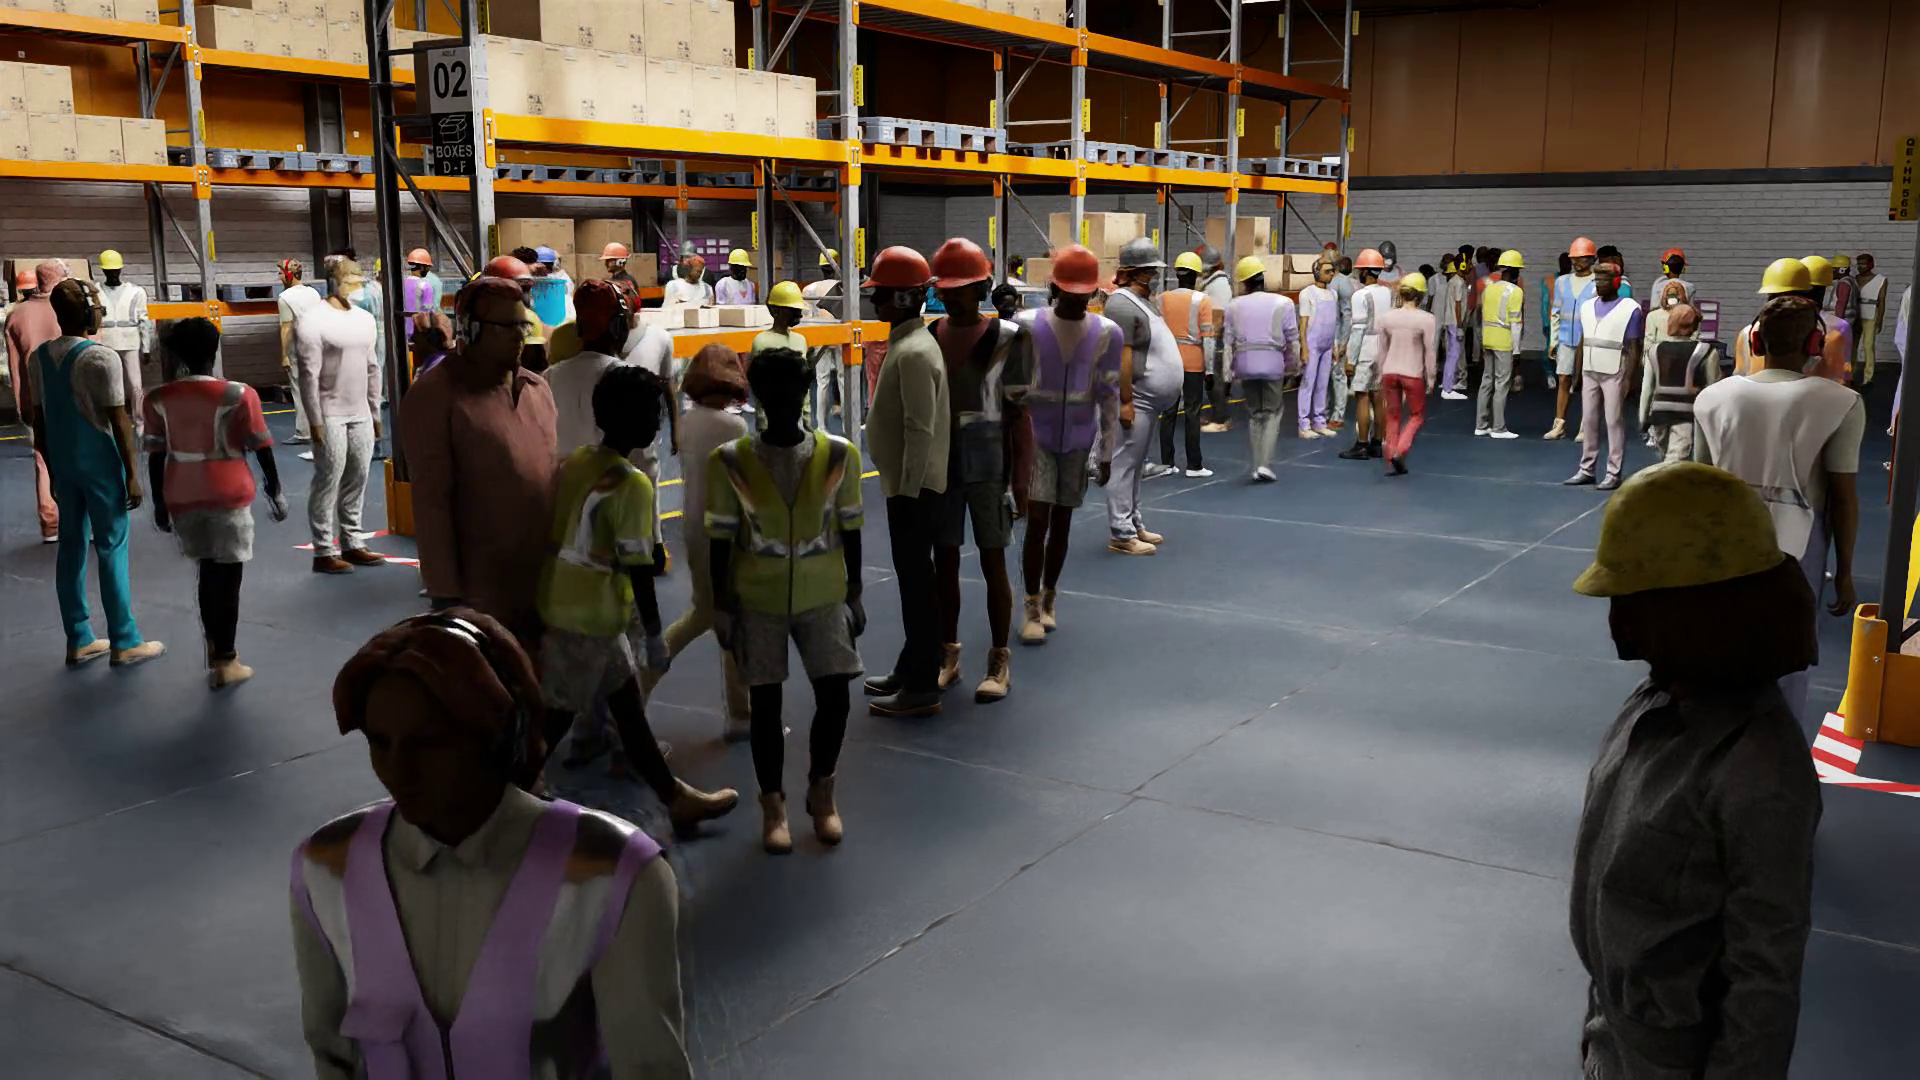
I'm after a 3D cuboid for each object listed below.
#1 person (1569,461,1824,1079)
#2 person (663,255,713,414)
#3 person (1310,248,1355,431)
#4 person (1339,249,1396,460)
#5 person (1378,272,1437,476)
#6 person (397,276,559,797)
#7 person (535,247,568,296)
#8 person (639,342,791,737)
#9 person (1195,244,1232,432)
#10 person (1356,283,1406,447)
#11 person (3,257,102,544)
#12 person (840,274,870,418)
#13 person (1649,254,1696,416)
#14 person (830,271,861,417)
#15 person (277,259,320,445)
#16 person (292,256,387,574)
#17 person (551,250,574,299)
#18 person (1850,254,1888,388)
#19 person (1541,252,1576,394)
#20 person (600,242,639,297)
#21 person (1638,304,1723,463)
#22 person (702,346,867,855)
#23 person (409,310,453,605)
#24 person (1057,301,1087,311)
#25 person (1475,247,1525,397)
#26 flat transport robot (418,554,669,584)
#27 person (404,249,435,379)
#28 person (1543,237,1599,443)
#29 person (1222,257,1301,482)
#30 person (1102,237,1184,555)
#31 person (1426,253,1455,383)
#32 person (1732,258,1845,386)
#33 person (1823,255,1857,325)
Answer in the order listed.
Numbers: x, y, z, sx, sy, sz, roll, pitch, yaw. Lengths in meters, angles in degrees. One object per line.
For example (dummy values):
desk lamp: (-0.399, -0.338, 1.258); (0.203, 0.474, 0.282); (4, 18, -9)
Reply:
person: (0.967, 0.751, 2.315); (0.305, 1.737, 0.484); (0, 10, 2)
person: (-3.117, -2.310, 18.928); (0.622, 1.862, 0.472); (-5, 12, -27)
person: (3.953, -2.132, 17.725); (0.379, 1.940, 0.629); (-3, 11, -18)
person: (3.756, -1.705, 15.364); (0.545, 1.938, 0.357); (-9, 14, -41)
person: (3.803, -1.400, 14.192); (0.559, 1.749, 0.447); (9, 13, 40)
person: (-1.501, 0.099, 5.462); (0.410, 1.906, 0.642); (5, 11, 25)
person: (-4.494, -2.217, 18.171); (0.388, 1.948, 0.605); (3, 11, 14)
person: (-1.026, 0.026, 6.666); (0.610, 1.624, 0.602); (-5, 12, -27)
person: (2.625, -2.154, 17.565); (0.570, 2.000, 0.778); (0, 10, -2)
person: (4.139, -1.685, 16.133); (0.450, 1.607, 0.527); (0, 10, 2)
person: (-5.969, -0.922, 11.116); (0.651, 1.906, 0.402); (1, 10, 3)
person: (-1.132, -2.311, 18.820); (0.588, 1.907, 0.410); (5, 11, 25)
person: (8.115, -2.325, 19.020); (0.509, 1.863, 0.326); (0, 10, 3)
person: (-1.281, -2.210, 18.876); (0.544, 1.671, 0.708); (-2, 10, -11)
person: (-6.518, -1.855, 16.486); (0.394, 1.836, 0.560); (3, 11, 14)
person: (-3.771, -0.756, 10.156); (0.390, 1.929, 0.626); (4, 11, 22)
person: (-4.977, -2.604, 20.466); (0.400, 1.902, 0.648); (-7, 12, -34)
person: (12.477, -3.025, 22.984); (0.405, 1.832, 0.570); (-7, 13, -35)
person: (8.055, -2.913, 22.265); (0.592, 1.873, 0.808); (3, 11, 15)
person: (-3.683, -2.218, 18.045); (0.397, 1.992, 0.621); (-7, 13, -35)
person: (4.886, -0.804, 11.336); (0.870, 1.595, 0.523); (-7, 13, -35)
person: (-0.564, 0.212, 5.430); (0.542, 1.684, 0.389); (-2, 10, -11)
person: (-2.887, -0.454, 9.262); (0.310, 1.638, 0.522); (-5, 11, -25)
person: (0.973, -1.365, 14.322); (0.286, 1.632, 0.500); (9, 13, 40)
person: (6.899, -2.760, 21.219); (0.688, 1.929, 0.587); (-2, 10, -9)
flat transport robot: (-2.539, 0.079, 10.097); (1.431, 0.197, 0.652); (-3, 11, -19)
person: (-6.118, -2.326, 18.861); (0.548, 1.923, 0.391); (6, 12, 28)
person: (6.191, -1.992, 16.659); (0.608, 2.045, 0.391); (10, 14, 43)
person: (2.499, -1.408, 13.854); (0.630, 1.880, 0.435); (4, 11, 21)
person: (1.184, -0.936, 10.819); (0.535, 2.000, 0.674); (3, 11, 16)
person: (6.852, -3.127, 23.526); (0.504, 1.839, 0.342); (1, 10, 7)
person: (4.384, -0.538, 8.928); (0.382, 1.924, 0.594); (-7, 13, -35)
person: (12.003, -2.975, 22.720); (0.403, 1.824, 0.593); (6, 12, 30)
